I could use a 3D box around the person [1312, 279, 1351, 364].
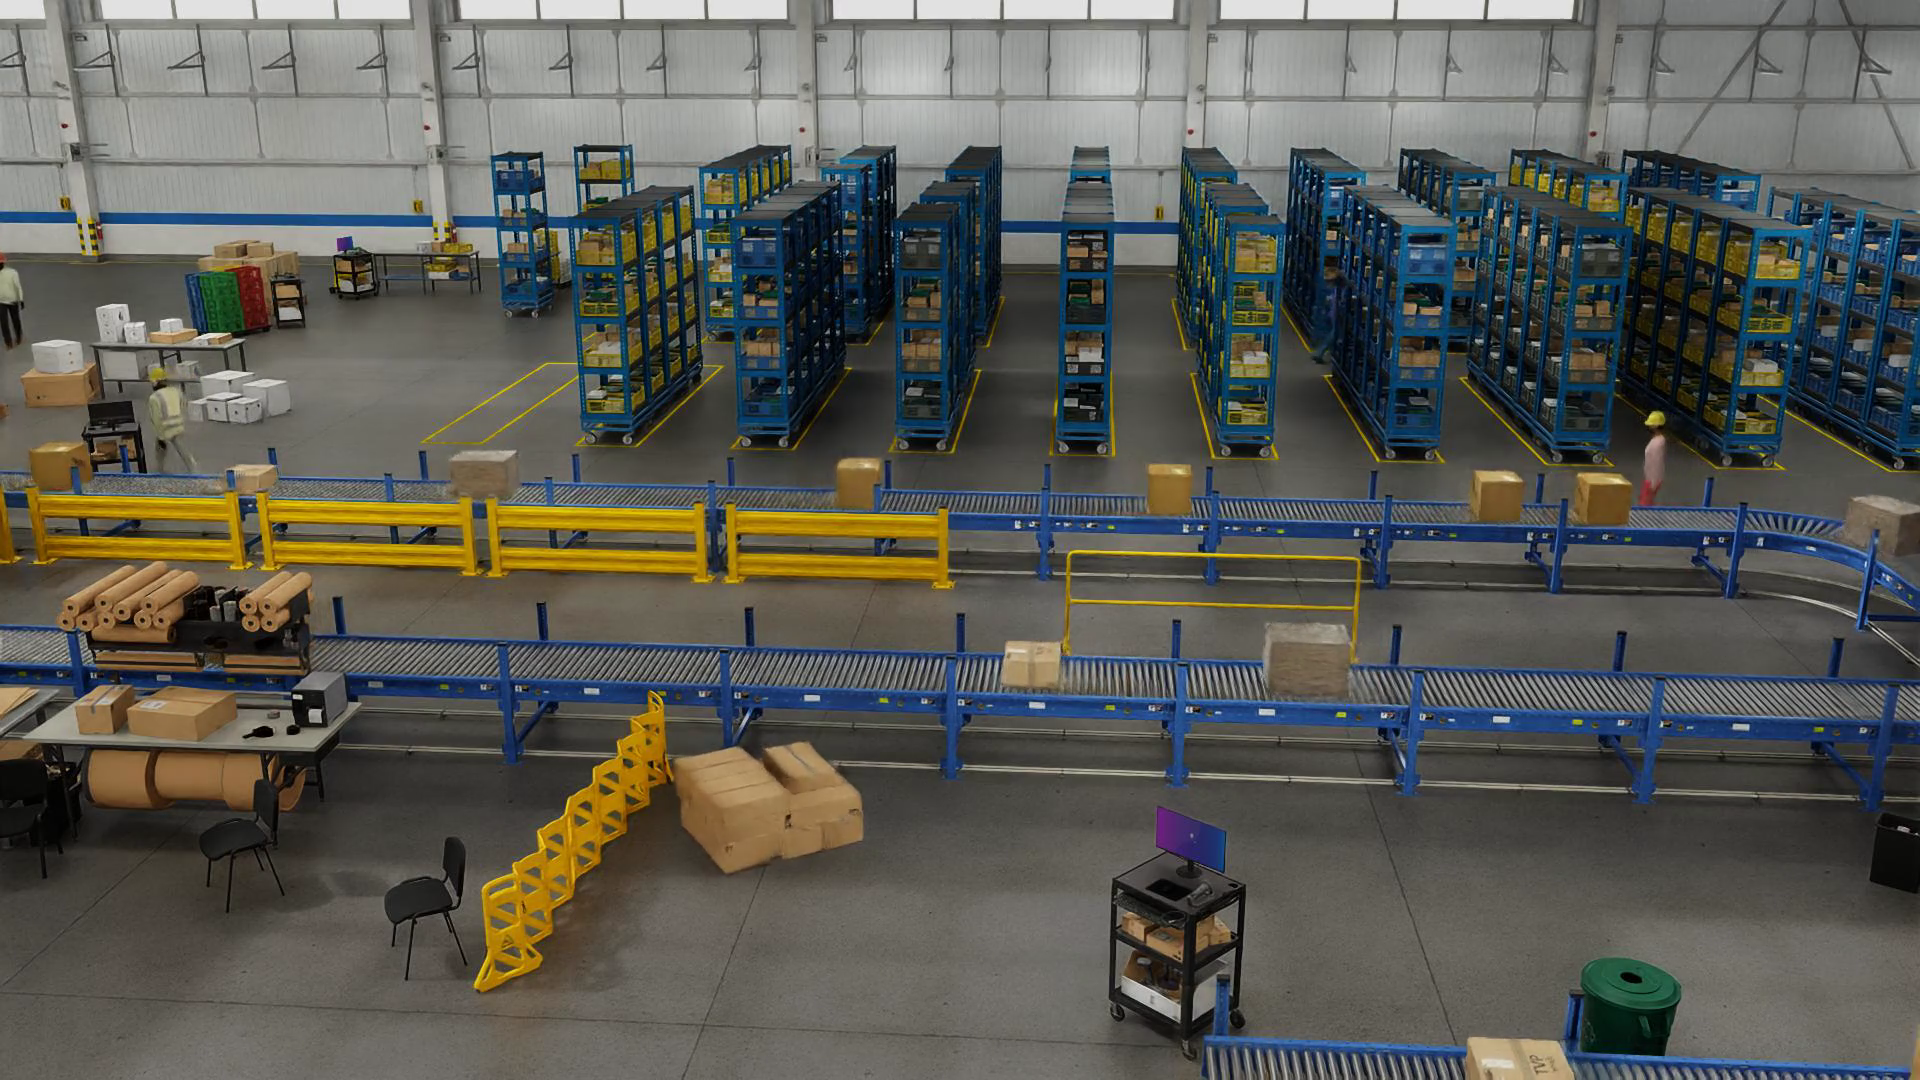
[{"bbox_3d":[7.322,-4.268,32.160,0.955,1.803,0.583,3,18,9],"label":"person"}]

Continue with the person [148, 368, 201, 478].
[{"bbox_3d":[-11.234,-1.569,23.633,0.945,1.781,0.611,7,19,20],"label":"person"}]

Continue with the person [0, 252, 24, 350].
[{"bbox_3d":[-19.358,-4.861,33.737,0.637,1.980,0.466,-6,19,-19],"label":"person"}]

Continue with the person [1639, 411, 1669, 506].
[{"bbox_3d":[8.896,-0.787,21.198,0.584,1.751,0.532,6,18,18],"label":"person"}]
